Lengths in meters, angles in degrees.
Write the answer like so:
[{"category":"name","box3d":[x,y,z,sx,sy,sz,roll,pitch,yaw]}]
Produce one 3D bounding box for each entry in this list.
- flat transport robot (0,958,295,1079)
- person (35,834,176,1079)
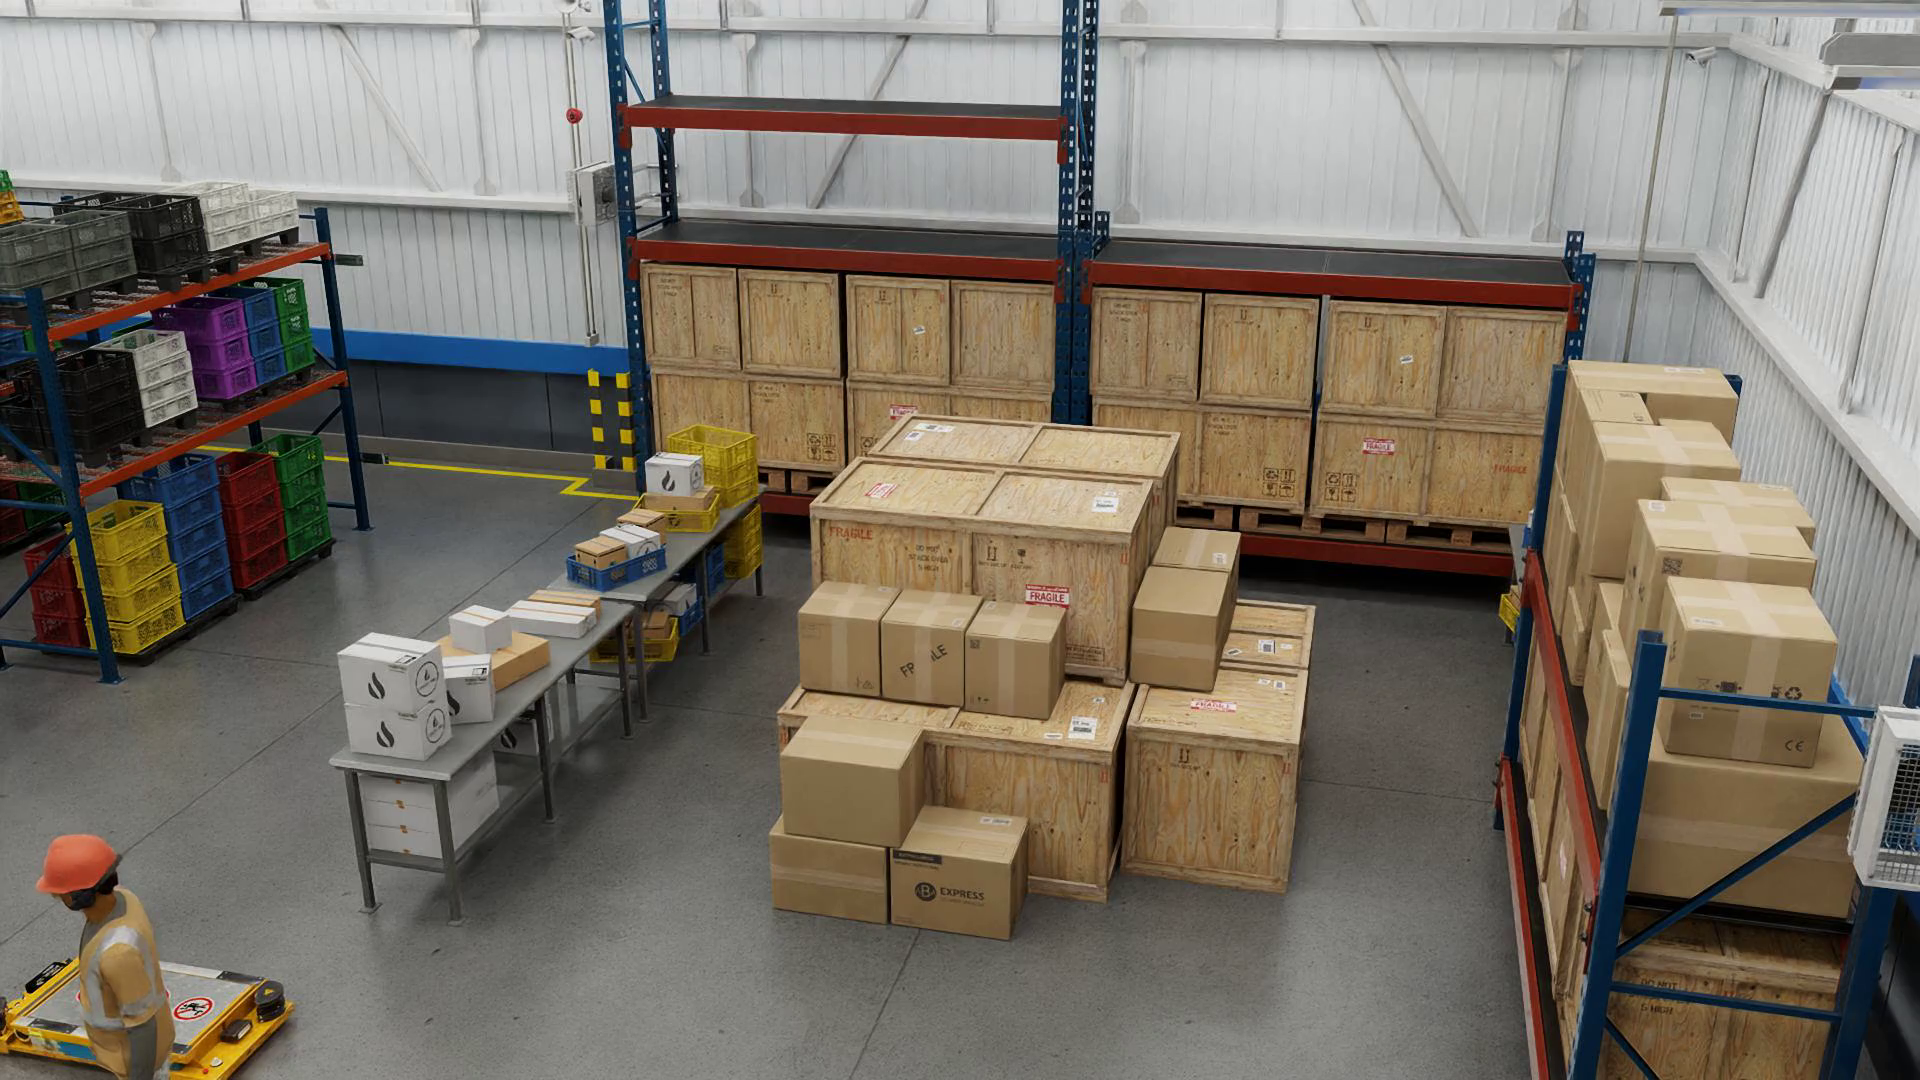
[{"category":"flat transport robot","box3d":[-4.270,2.464,8.601,1.431,0.231,0.659,5,22,13]},{"category":"person","box3d":[-3.509,2.133,6.993,0.387,2.034,0.613,-12,24,-28]}]
